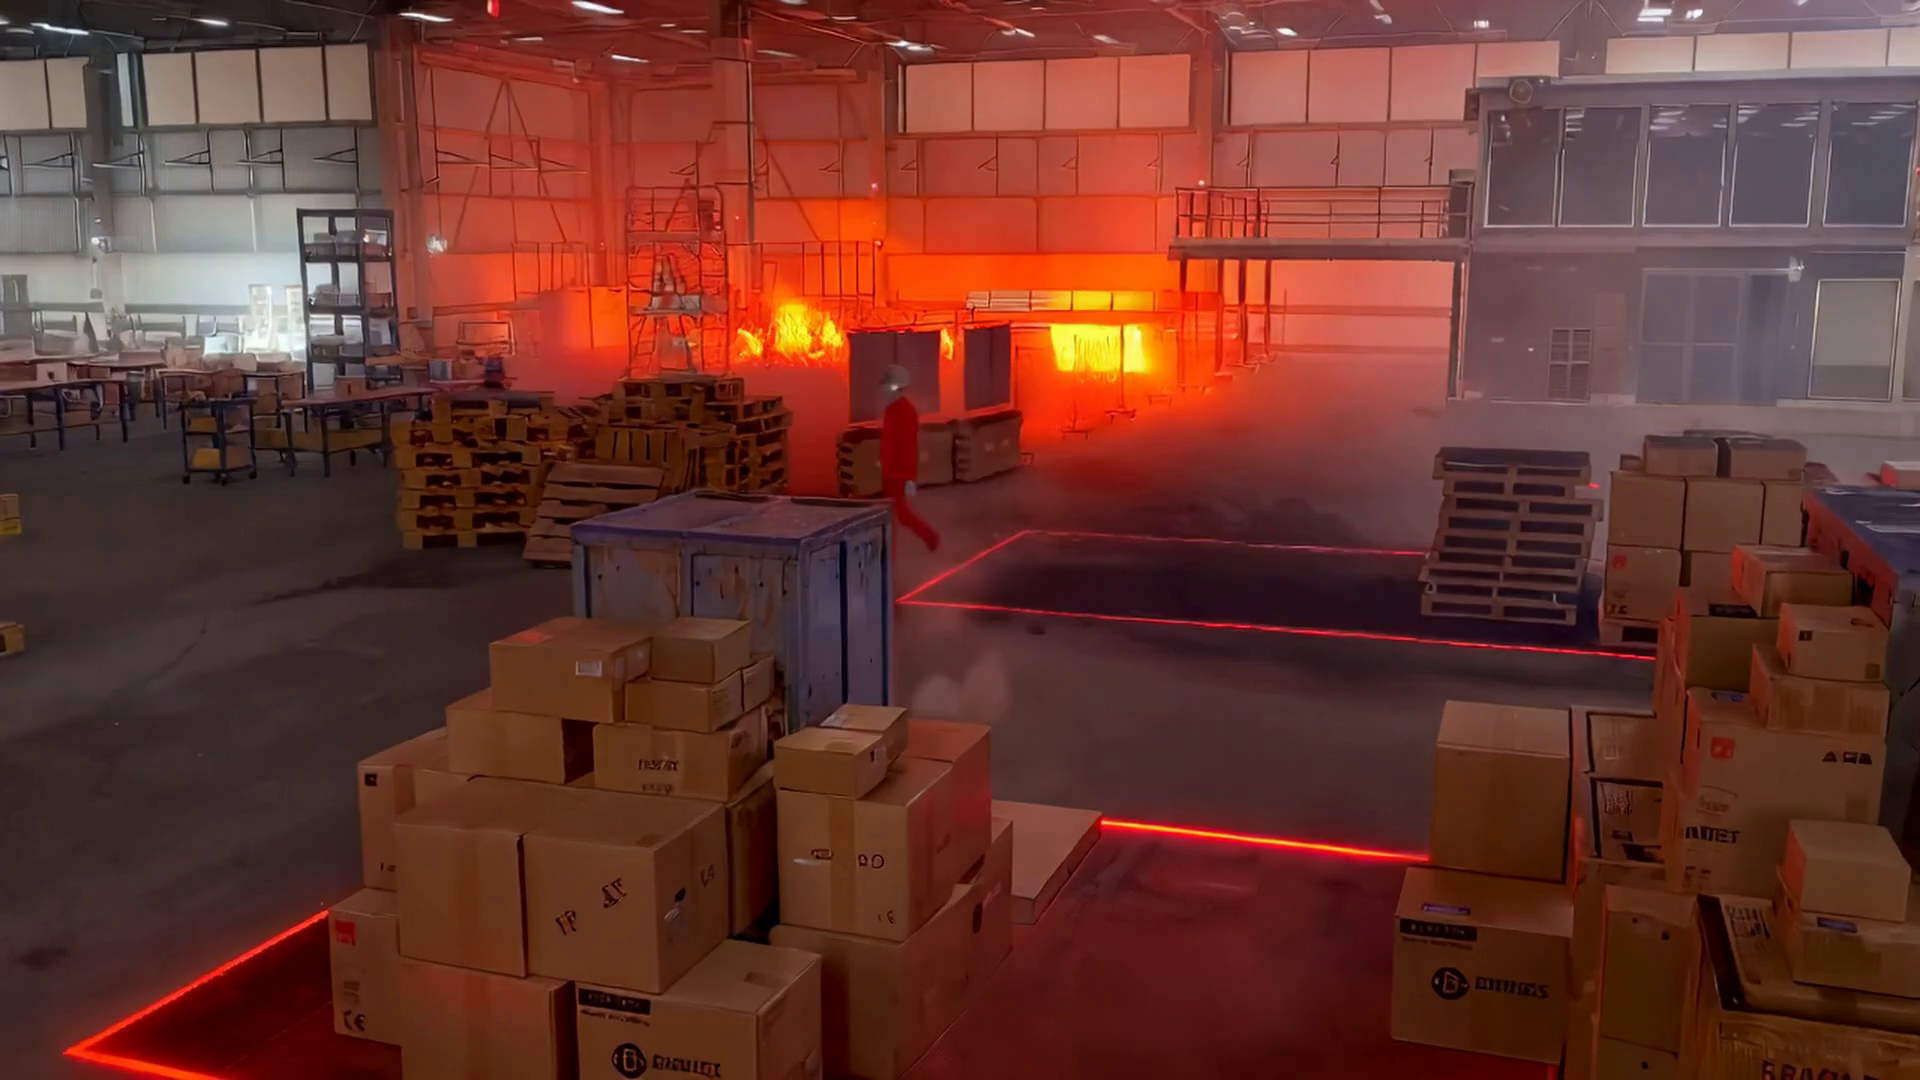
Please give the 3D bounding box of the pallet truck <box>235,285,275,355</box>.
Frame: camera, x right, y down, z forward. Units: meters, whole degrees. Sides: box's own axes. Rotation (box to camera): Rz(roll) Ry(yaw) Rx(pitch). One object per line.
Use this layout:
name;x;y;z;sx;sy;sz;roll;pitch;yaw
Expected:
pallet truck;-18.327;-5.835;44.421;0.823;1.965;1.885;4;11;23

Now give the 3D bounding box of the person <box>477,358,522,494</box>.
person;-5.562;-1.326;19.857;0.498;1.703;0.887;6;12;31

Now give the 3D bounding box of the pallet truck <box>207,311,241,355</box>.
pallet truck;-19.537;-5.575;44.913;0.653;1.274;1.630;3;11;19

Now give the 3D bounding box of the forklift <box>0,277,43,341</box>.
forklift;-27.151;-6.329;46.328;1.157;1.987;2.680;3;11;17

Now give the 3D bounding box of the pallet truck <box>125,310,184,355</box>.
pallet truck;-22.038;-5.665;45.457;0.704;1.261;1.522;3;11;17

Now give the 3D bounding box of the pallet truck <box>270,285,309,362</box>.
pallet truck;-17.147;-5.700;43.663;0.823;1.965;1.885;3;11;17

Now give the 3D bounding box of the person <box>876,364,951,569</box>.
person;-0.498;-0.624;15.159;0.832;1.974;0.624;-3;10;-16

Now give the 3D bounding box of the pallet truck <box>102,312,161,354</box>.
pallet truck;-23.057;-5.777;46.261;0.680;1.201;1.601;3;11;19
